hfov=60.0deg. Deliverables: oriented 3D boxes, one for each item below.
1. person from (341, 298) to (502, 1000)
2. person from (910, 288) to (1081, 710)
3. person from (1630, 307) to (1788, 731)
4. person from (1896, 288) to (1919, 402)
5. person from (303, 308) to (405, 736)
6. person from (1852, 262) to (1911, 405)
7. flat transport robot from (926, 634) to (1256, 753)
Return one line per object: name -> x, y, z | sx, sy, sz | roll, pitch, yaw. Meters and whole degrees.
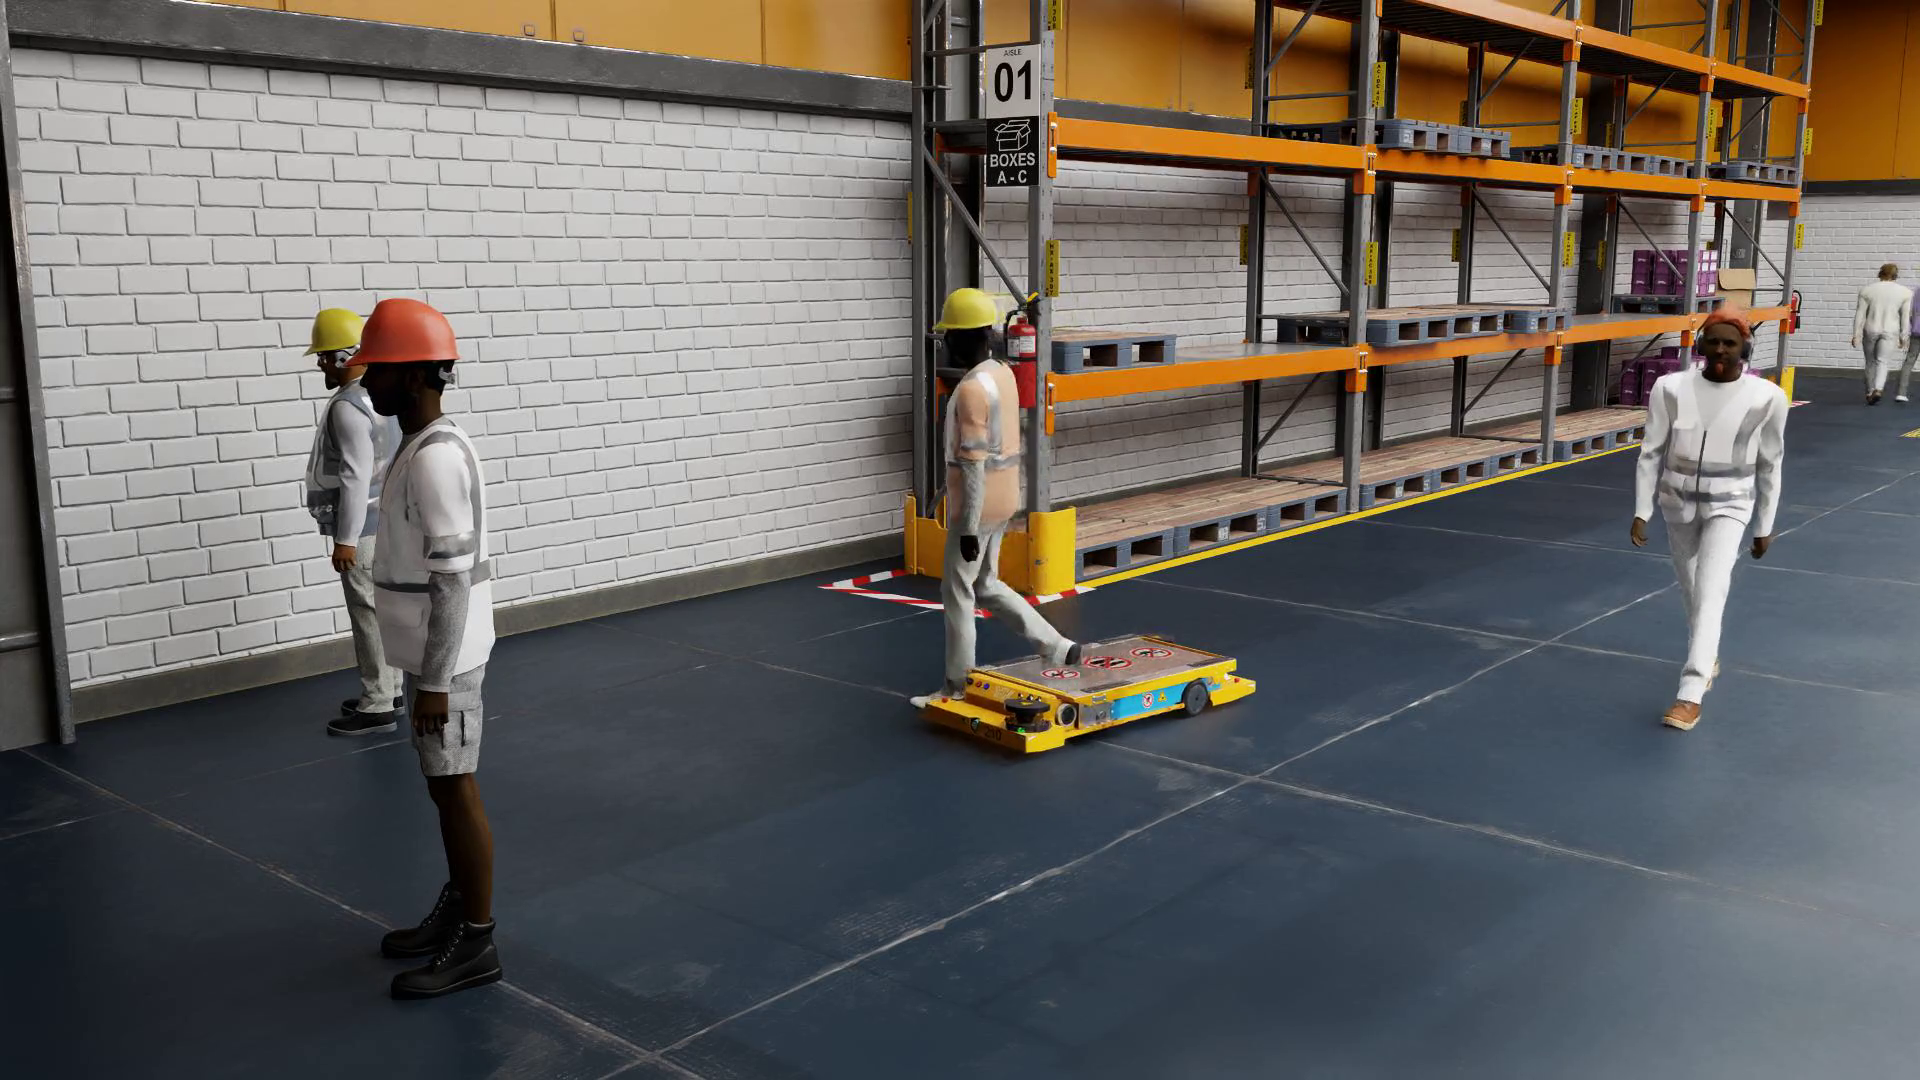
person -> -1.489, 0.303, 4.648 | 0.360, 1.938, 0.545 | -4, 11, -22
person -> 0.147, -0.158, 7.361 | 0.680, 1.909, 0.605 | 3, 10, 18
person -> 3.366, -0.131, 7.471 | 0.572, 1.831, 1.024 | 8, 13, 40
person -> 13.063, -2.788, 22.437 | 0.980, 1.862, 0.700 | -4, 11, -24
person -> -2.586, -0.079, 7.146 | 0.403, 1.825, 0.586 | -1, 10, -7
person -> 12.266, -2.750, 22.165 | 0.644, 1.898, 0.988 | 6, 11, 29
flat transport robot -> 0.603, 0.652, 7.404 | 1.431, 0.197, 0.652 | -8, 13, -40
